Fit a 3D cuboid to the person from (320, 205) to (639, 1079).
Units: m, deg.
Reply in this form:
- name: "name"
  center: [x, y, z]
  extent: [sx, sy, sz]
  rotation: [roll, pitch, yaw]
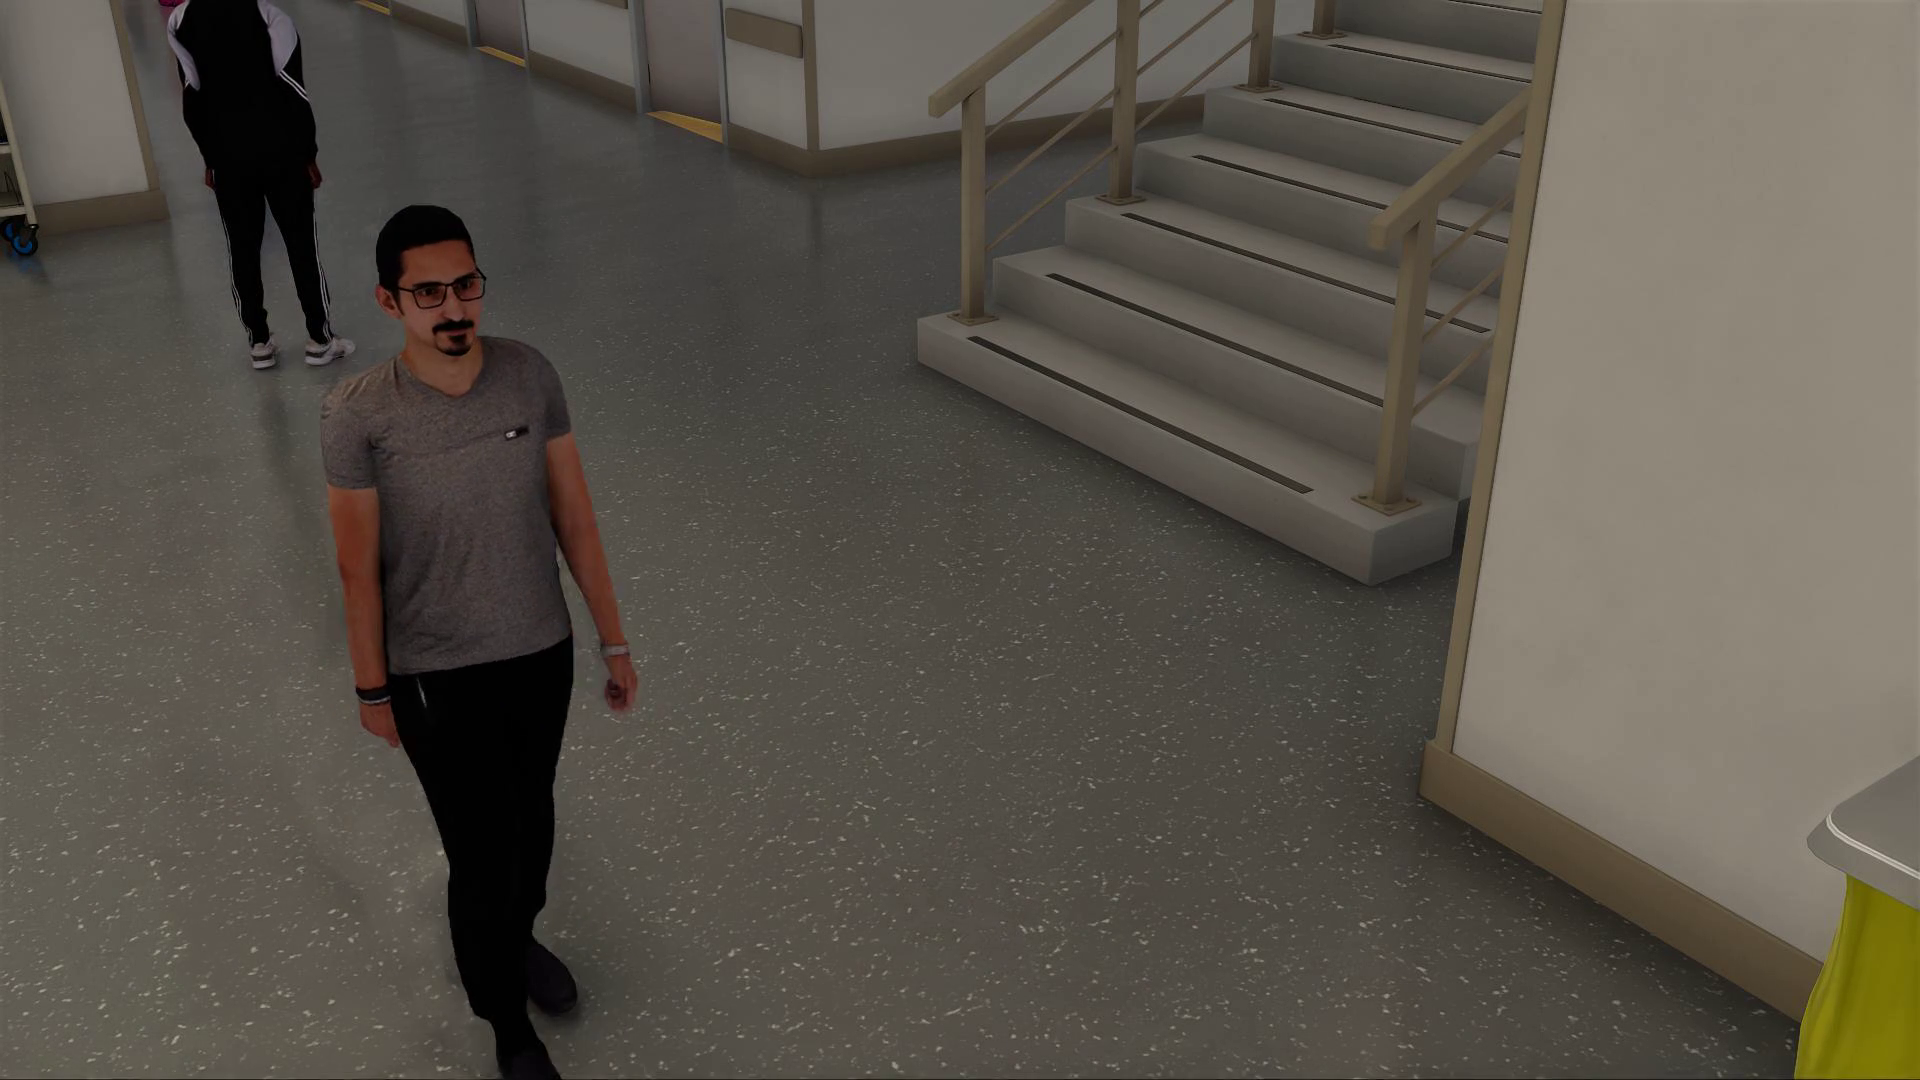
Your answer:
- name: "person"
  center: [-0.963, 0.197, 3.238]
  extent: [0.759, 1.736, 0.816]
  rotation: [23, 34, 39]

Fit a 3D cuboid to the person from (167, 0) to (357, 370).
- name: "person"
  center: [-2.912, -1.607, 6.871]
  extent: [0.673, 1.828, 0.796]
  rotation: [-2, 26, -4]
